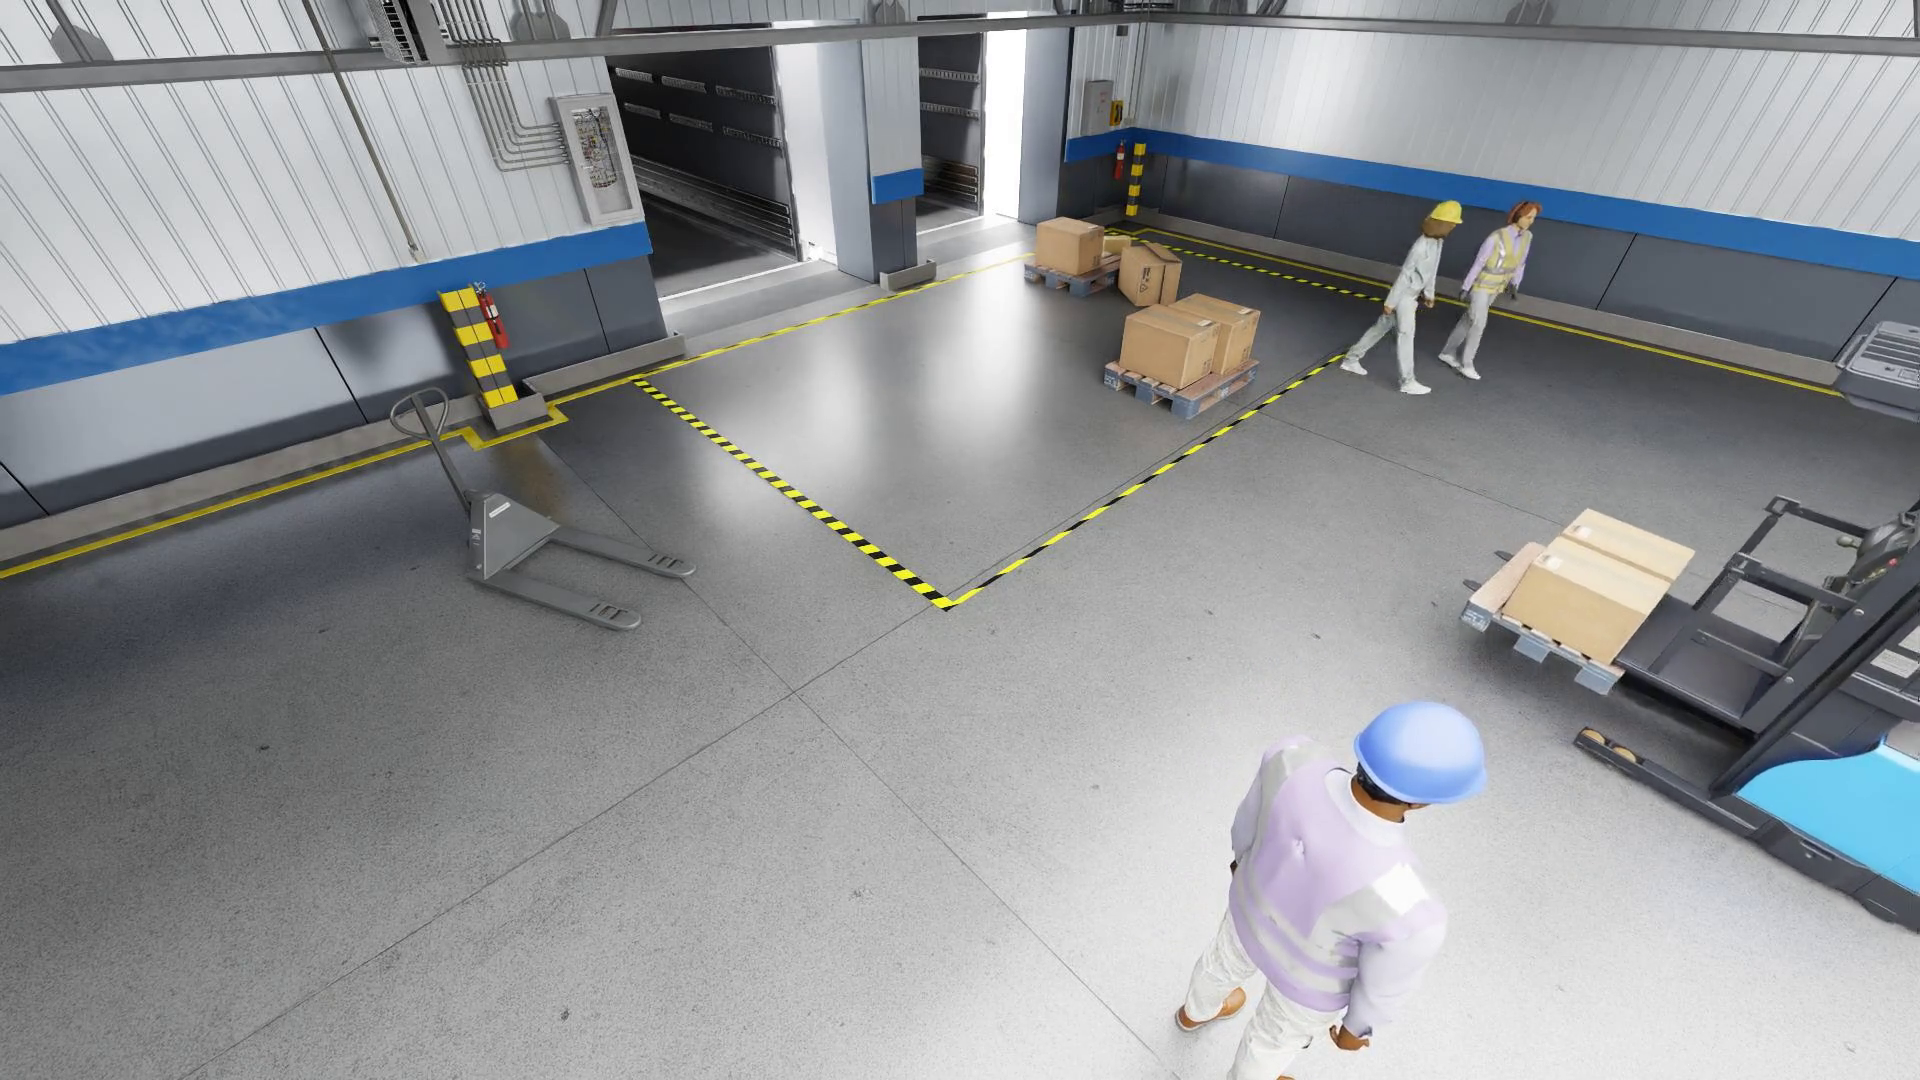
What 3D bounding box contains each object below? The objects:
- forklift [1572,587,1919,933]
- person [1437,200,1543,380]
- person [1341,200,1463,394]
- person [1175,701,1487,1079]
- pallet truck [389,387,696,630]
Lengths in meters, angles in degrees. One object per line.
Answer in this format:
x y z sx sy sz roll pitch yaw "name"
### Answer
4.039 0.558 2.897 0.716 2.013 0.776 -26 44 -29 "forklift"
5.125 -2.368 7.015 0.545 1.615 0.594 -13 40 -16 "person"
4.216 -2.239 6.793 0.881 1.693 0.491 30 46 33 "person"
1.022 1.161 2.192 0.402 1.945 0.614 -10 39 -13 "person"
-2.613 -0.247 4.593 1.601 1.201 0.680 14 40 17 "pallet truck"
